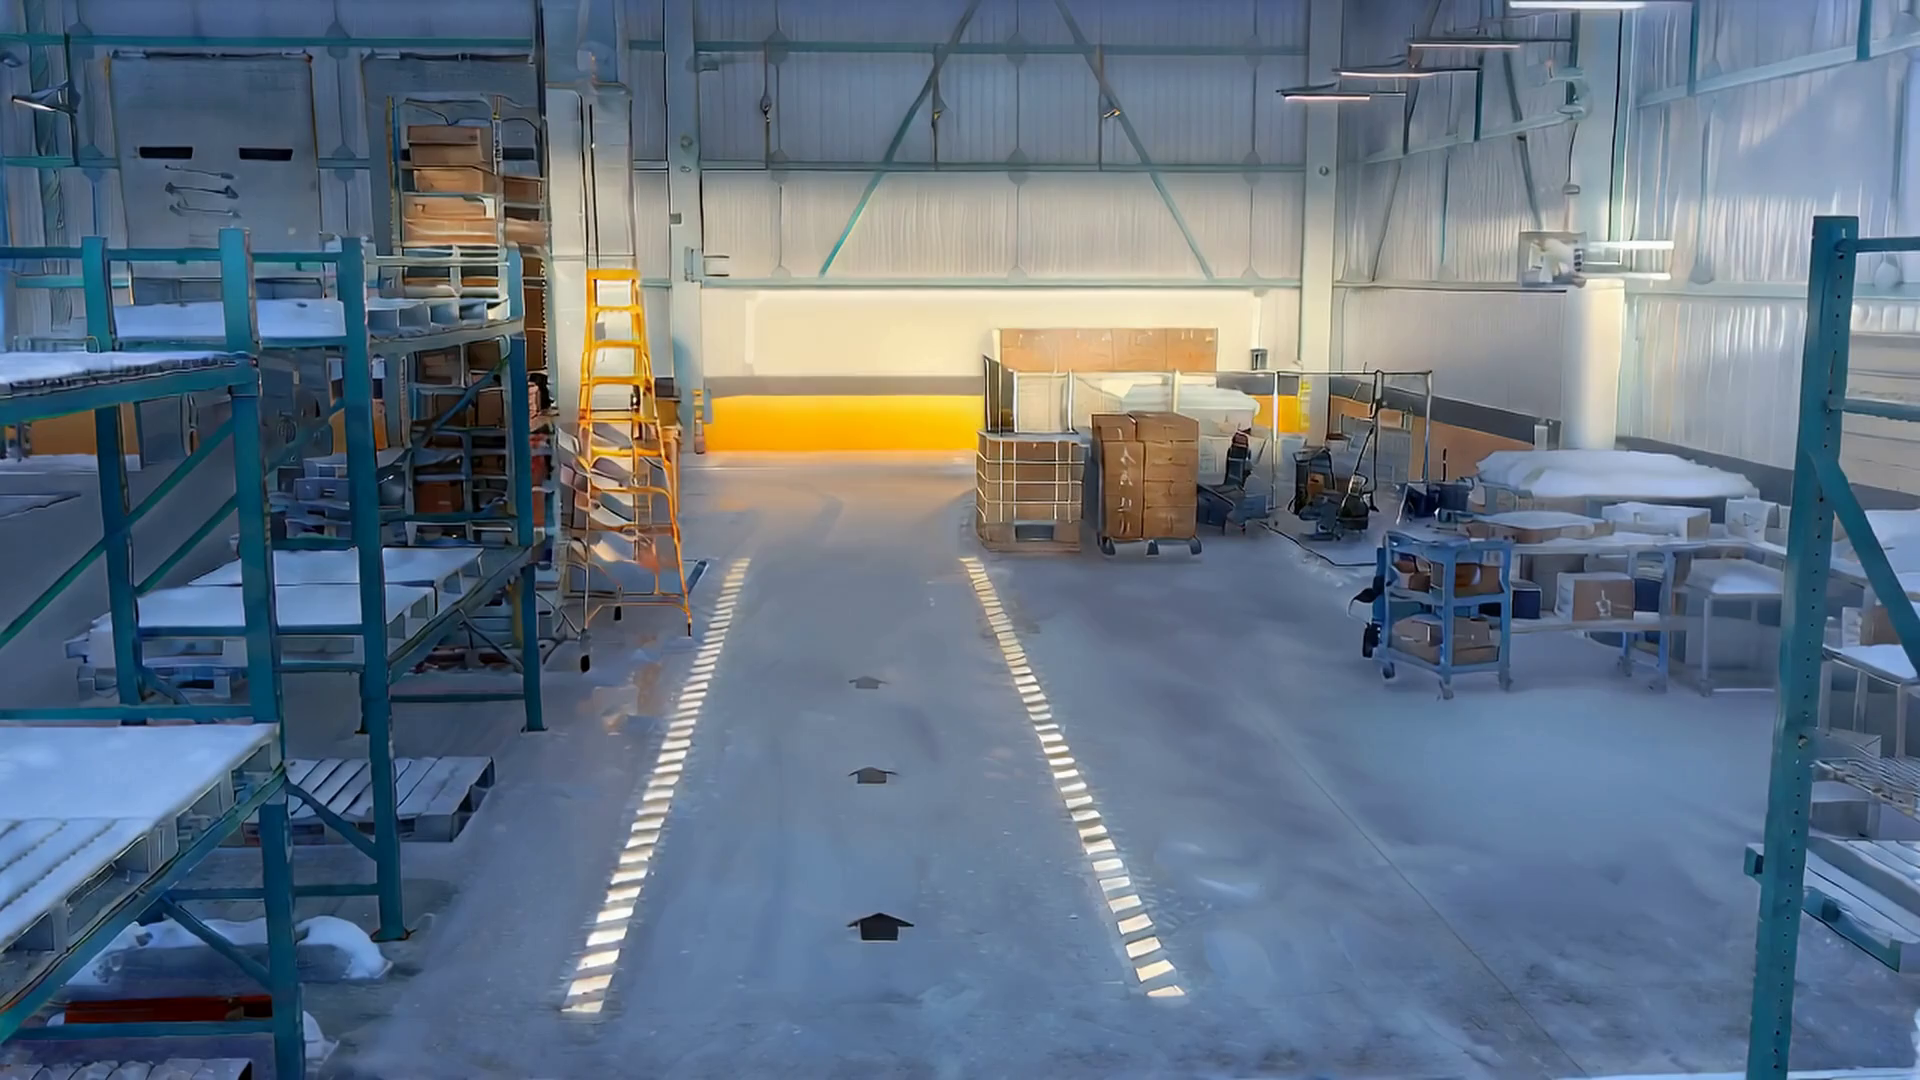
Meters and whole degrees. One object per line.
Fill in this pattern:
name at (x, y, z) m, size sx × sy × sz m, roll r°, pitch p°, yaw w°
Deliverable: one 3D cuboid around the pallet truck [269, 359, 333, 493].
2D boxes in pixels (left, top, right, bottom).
pallet truck at (-7.062, -1.131, 18.996) m, size 1.885 × 1.965 × 0.823 m, roll 2°, pitch 9°, yaw 13°
